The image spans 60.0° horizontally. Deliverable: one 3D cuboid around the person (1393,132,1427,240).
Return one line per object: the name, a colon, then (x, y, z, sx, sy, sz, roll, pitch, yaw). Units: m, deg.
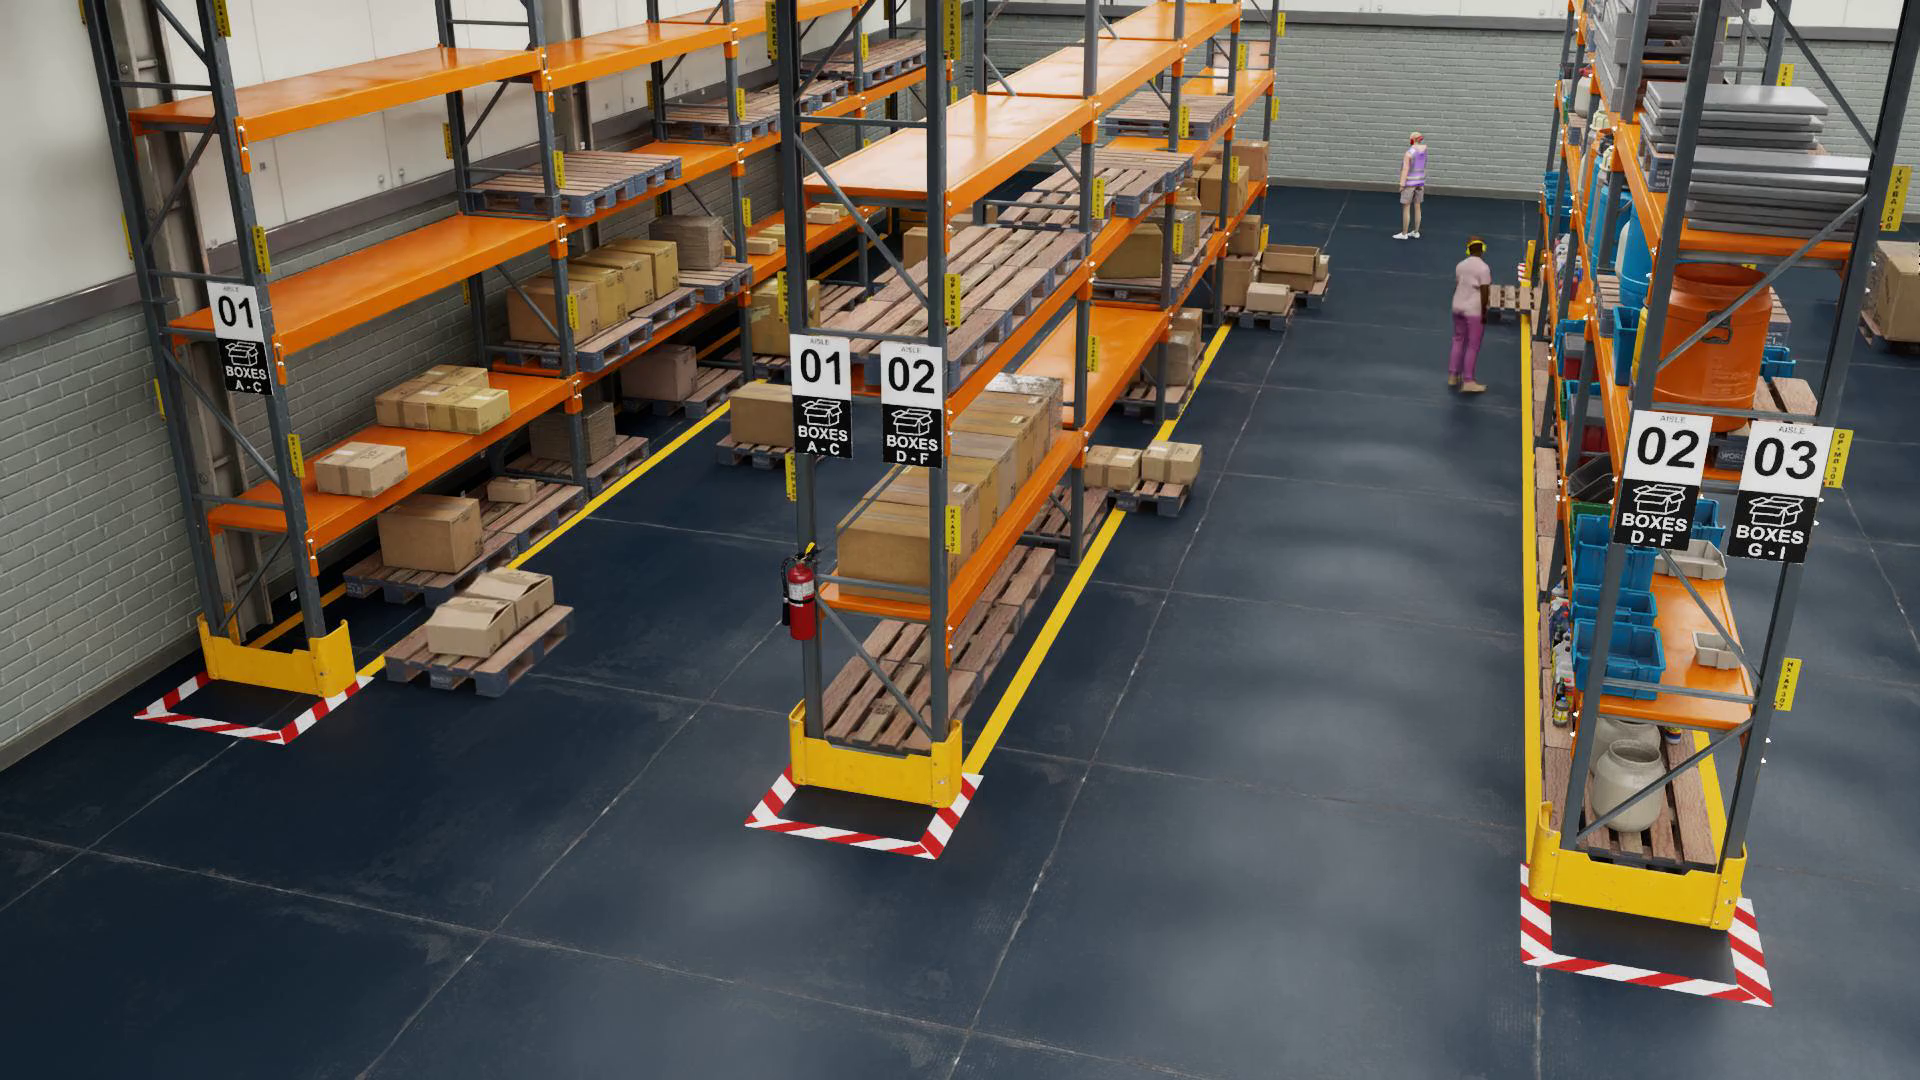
person: (7.181, -5.620, 26.417, 0.489, 1.688, 0.352, -14, 27, -29)

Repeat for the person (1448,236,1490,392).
person: (5.972, -2.625, 19.365, 0.402, 1.762, 0.705, -12, 26, -26)
